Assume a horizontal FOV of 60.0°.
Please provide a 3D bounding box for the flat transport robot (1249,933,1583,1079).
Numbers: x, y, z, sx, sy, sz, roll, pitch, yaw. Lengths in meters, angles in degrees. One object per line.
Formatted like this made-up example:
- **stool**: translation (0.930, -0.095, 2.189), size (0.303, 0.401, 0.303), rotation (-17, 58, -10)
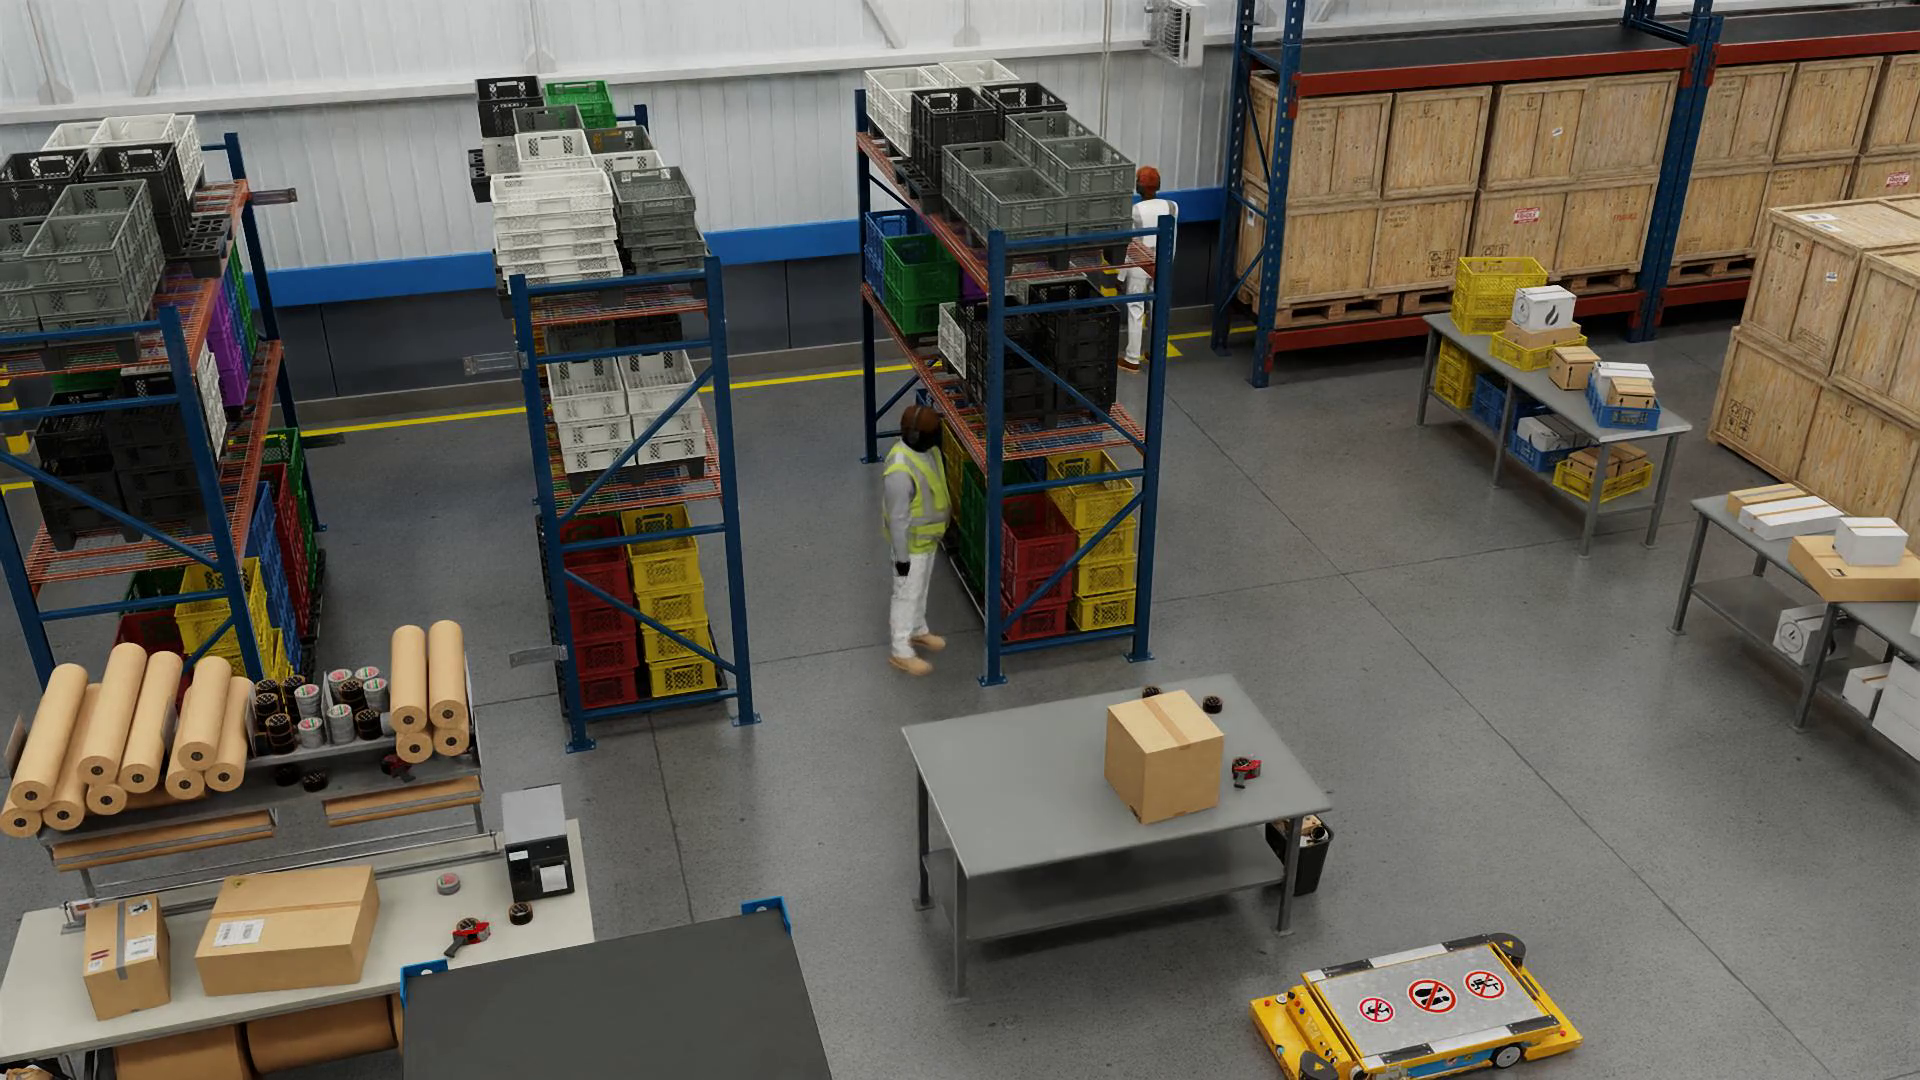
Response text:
- **flat transport robot**: translation (2.184, 2.282, 7.980), size (1.431, 0.197, 0.652), rotation (-8, 30, -14)

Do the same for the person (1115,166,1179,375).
- **person**: translation (1.651, -2.405, 14.847), size (0.575, 1.885, 0.355), rotation (-13, 31, -22)

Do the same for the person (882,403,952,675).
- **person**: translation (-0.265, -0.027, 10.577), size (0.429, 1.836, 0.651), rotation (8, 30, 14)
